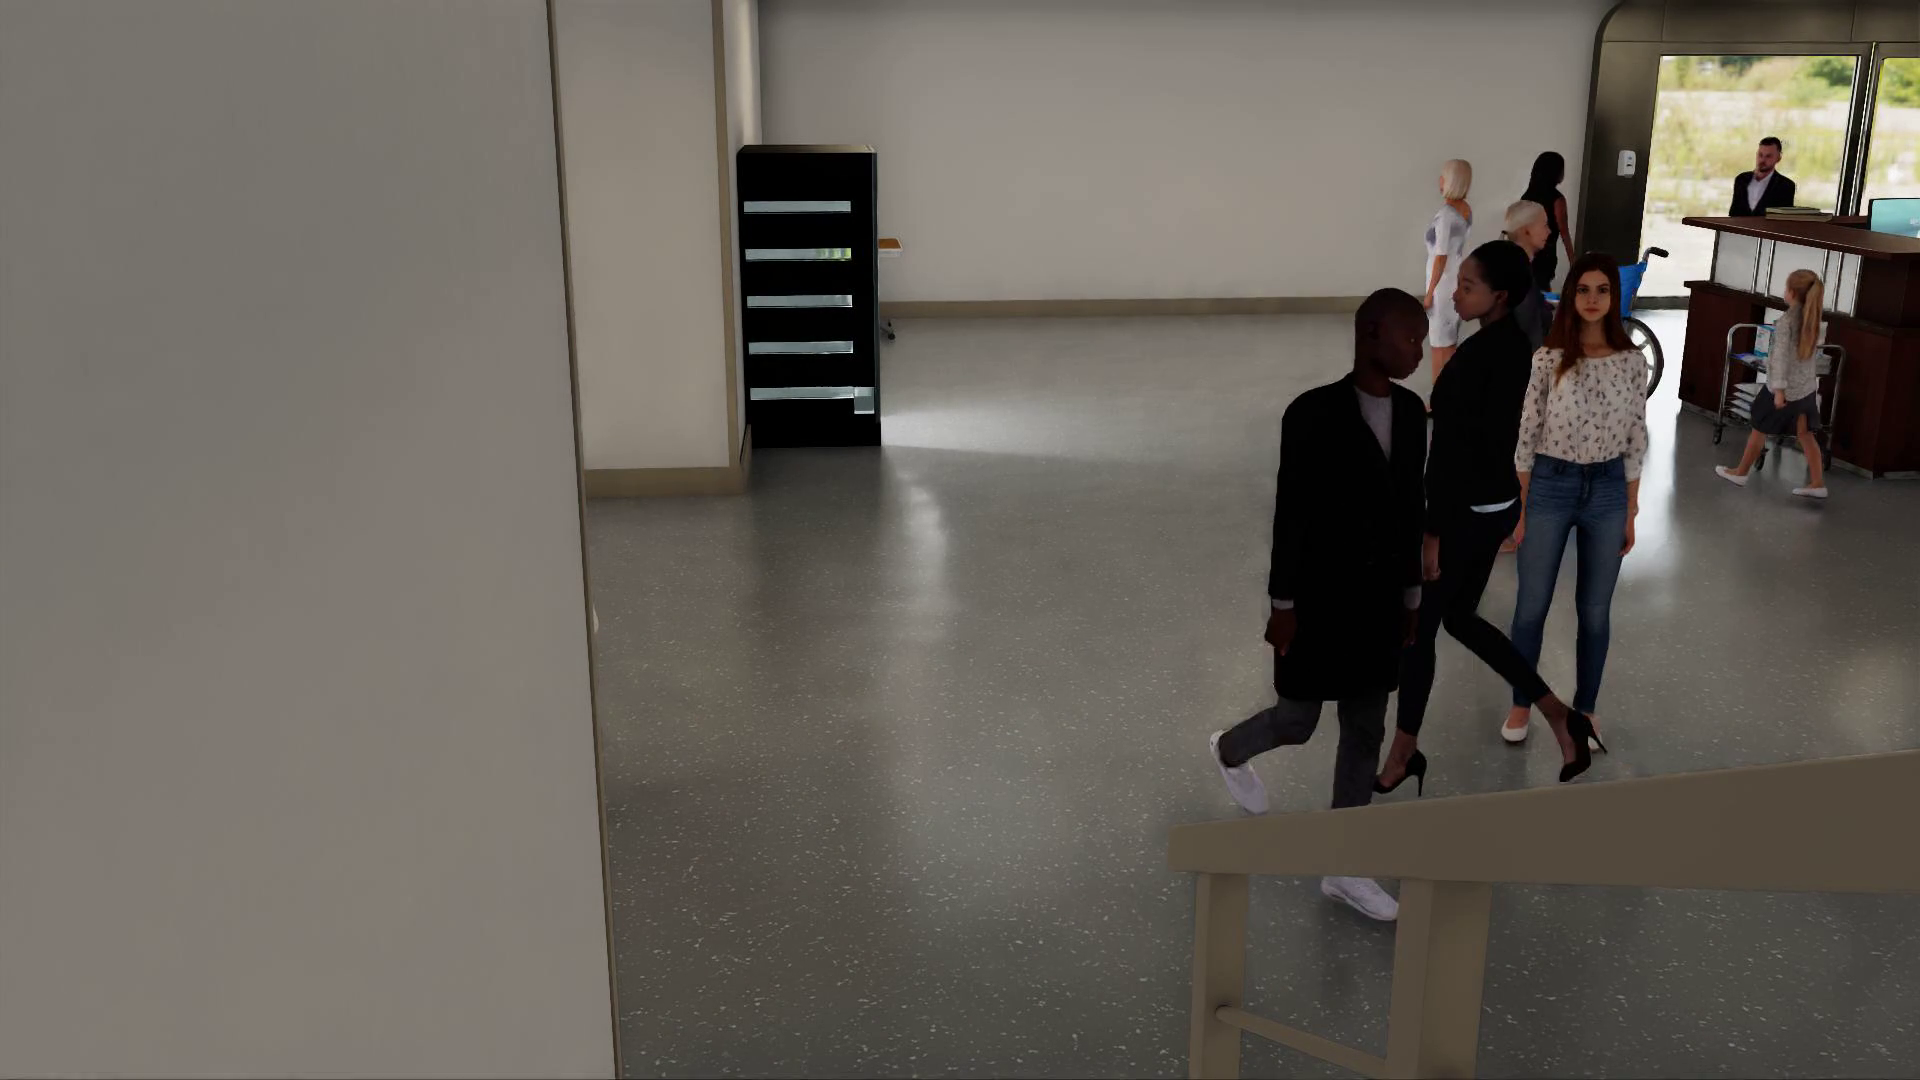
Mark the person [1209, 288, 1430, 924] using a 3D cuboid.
[{"bbox_3d":[1.015,0.158,4.746,0.924,1.729,1.166,-7,17,-23],"label":"person"}]

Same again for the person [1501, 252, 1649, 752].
[{"bbox_3d":[2.131,-0.131,5.771,0.628,1.729,0.596,3,16,12],"label":"person"}]

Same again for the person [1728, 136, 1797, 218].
[{"bbox_3d":[6.297,-2.253,13.134,0.983,1.818,0.952,-10,19,-33],"label":"person"}]

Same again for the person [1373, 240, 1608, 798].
[{"bbox_3d":[1.641,0.011,5.116,1.058,1.811,1.016,13,20,38],"label":"person"}]

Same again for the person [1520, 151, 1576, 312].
[{"bbox_3d":[4.214,-1.965,12.374,0.847,1.676,1.218,-5,17,-18],"label":"person"}]

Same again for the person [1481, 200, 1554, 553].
[{"bbox_3d":[2.597,-0.773,8.075,0.714,1.715,0.567,1,16,3],"label":"person"}]

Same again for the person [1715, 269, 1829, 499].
[{"bbox_3d":[4.602,-0.823,9.110,0.708,1.243,0.949,-7,17,-23],"label":"person"}]

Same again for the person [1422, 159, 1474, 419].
[{"bbox_3d":[3.317,-1.710,11.331,0.695,1.751,0.629,12,20,36],"label":"person"}]
